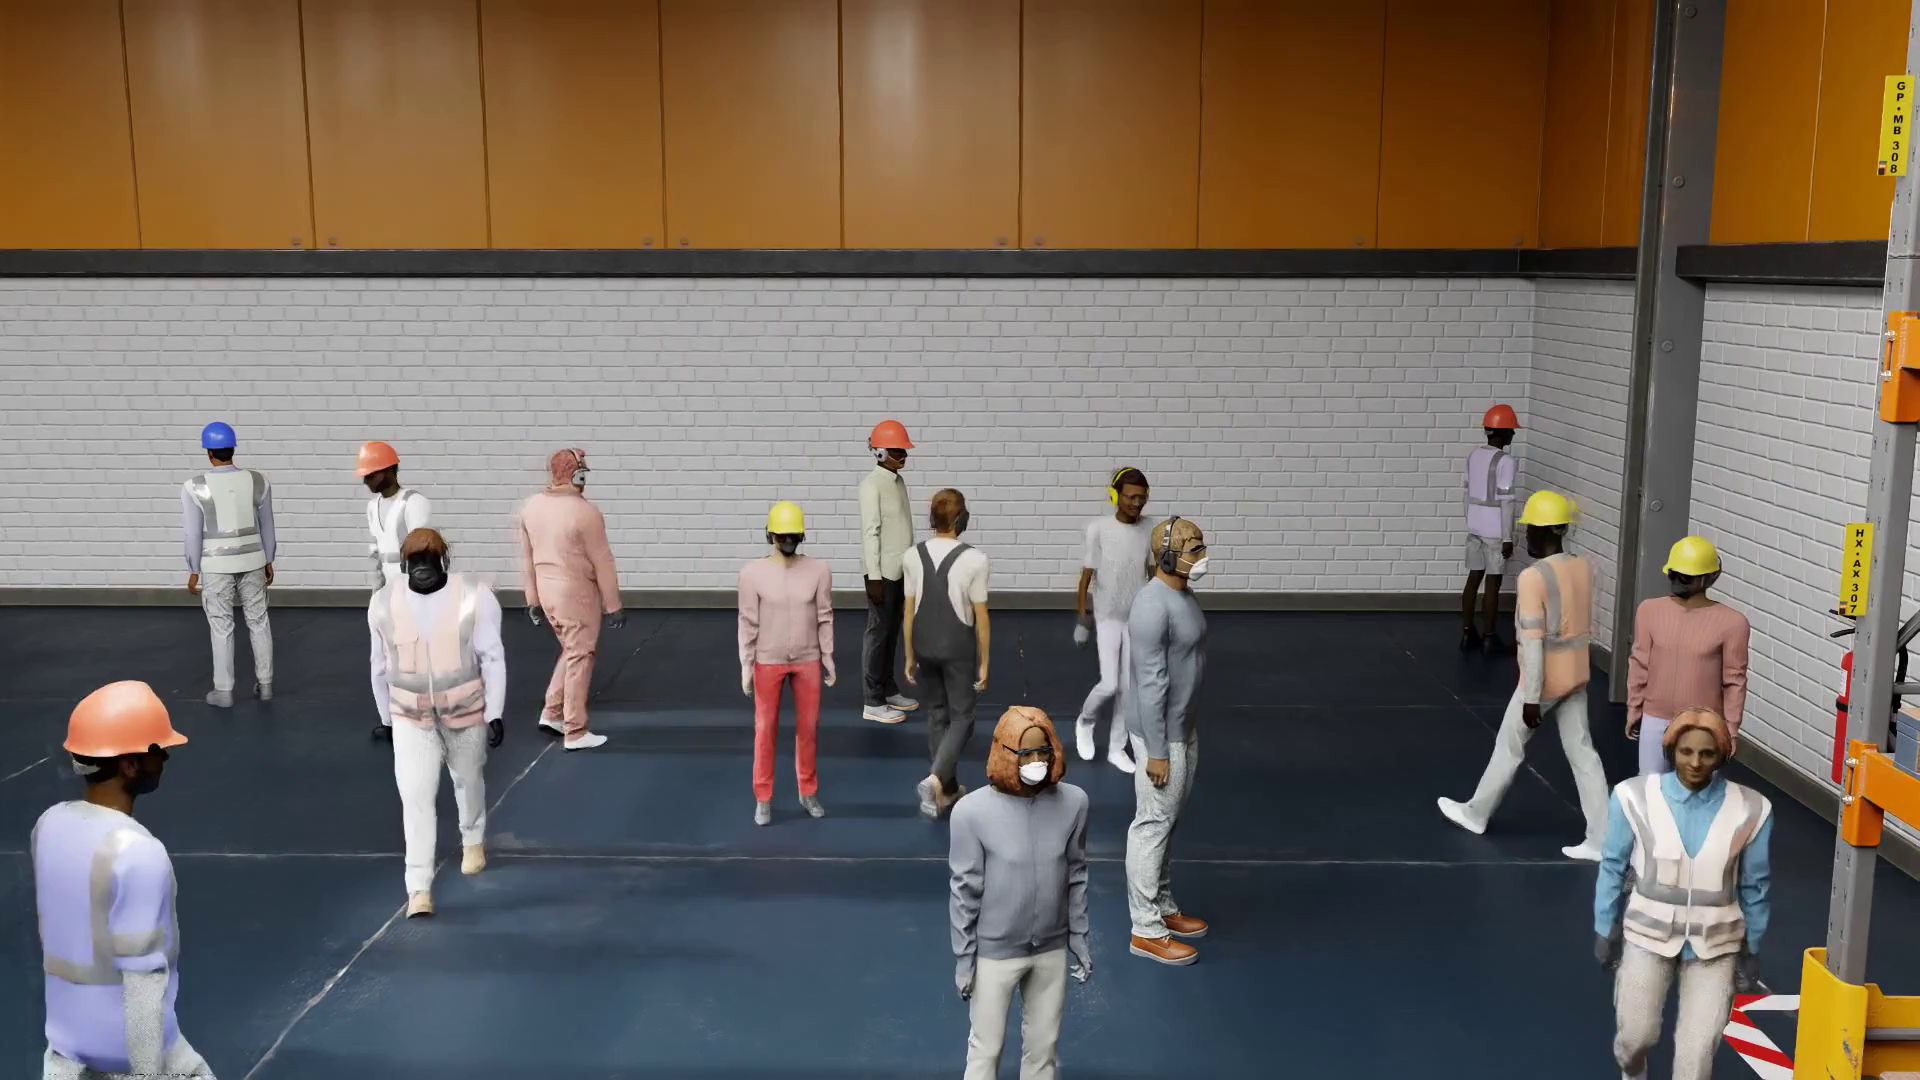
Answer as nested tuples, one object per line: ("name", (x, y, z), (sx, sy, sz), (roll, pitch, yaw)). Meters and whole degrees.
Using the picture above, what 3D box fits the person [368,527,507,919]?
("person", (-2.474, 0.823, 7.917), (0.638, 1.796, 0.986), (-2, 10, -10))

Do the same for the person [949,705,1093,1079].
("person", (0.198, 1.327, 5.345), (0.499, 1.632, 0.286), (-5, 11, -26))

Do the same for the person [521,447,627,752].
("person", (-2.376, 0.372, 10.283), (0.649, 1.892, 0.432), (8, 12, 39))

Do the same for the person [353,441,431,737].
("person", (-3.555, 0.321, 10.545), (0.607, 1.911, 0.453), (8, 12, 38))

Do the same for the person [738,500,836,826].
("person", (-0.928, 0.657, 8.961), (0.533, 1.765, 0.329), (-3, 10, -18))

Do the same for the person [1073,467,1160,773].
("person", (0.936, 0.473, 9.848), (0.519, 1.845, 0.478), (-4, 10, -25))

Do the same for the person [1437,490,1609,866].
("person", (2.972, 0.681, 8.498), (0.617, 1.868, 1.001), (-7, 12, -36))

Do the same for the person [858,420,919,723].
("person", (-0.473, 0.198, 11.025), (0.386, 1.992, 0.624), (3, 10, 16))

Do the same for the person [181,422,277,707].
("person", (-4.975, 0.165, 11.358), (0.601, 1.950, 0.383), (-9, 13, -42))

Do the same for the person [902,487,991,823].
("person", (-0.097, 0.632, 8.973), (0.510, 1.822, 0.715), (4, 10, 22))

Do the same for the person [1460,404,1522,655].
("person", (4.118, -0.082, 12.870), (0.379, 1.938, 0.547), (-3, 10, -18))

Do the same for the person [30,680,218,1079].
("person", (-2.249, 1.312, 4.667), (0.549, 1.891, 0.963), (5, 11, 29))

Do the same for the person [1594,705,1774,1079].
("person", (2.371, 1.304, 5.505), (0.528, 1.620, 0.567), (3, 10, 18))

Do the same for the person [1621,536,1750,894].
("person", (3.399, 0.848, 7.827), (0.524, 1.764, 0.329), (7, 12, 38))

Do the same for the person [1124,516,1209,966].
("person", (0.915, 0.853, 7.268), (0.372, 1.940, 0.627), (3, 10, 19))
